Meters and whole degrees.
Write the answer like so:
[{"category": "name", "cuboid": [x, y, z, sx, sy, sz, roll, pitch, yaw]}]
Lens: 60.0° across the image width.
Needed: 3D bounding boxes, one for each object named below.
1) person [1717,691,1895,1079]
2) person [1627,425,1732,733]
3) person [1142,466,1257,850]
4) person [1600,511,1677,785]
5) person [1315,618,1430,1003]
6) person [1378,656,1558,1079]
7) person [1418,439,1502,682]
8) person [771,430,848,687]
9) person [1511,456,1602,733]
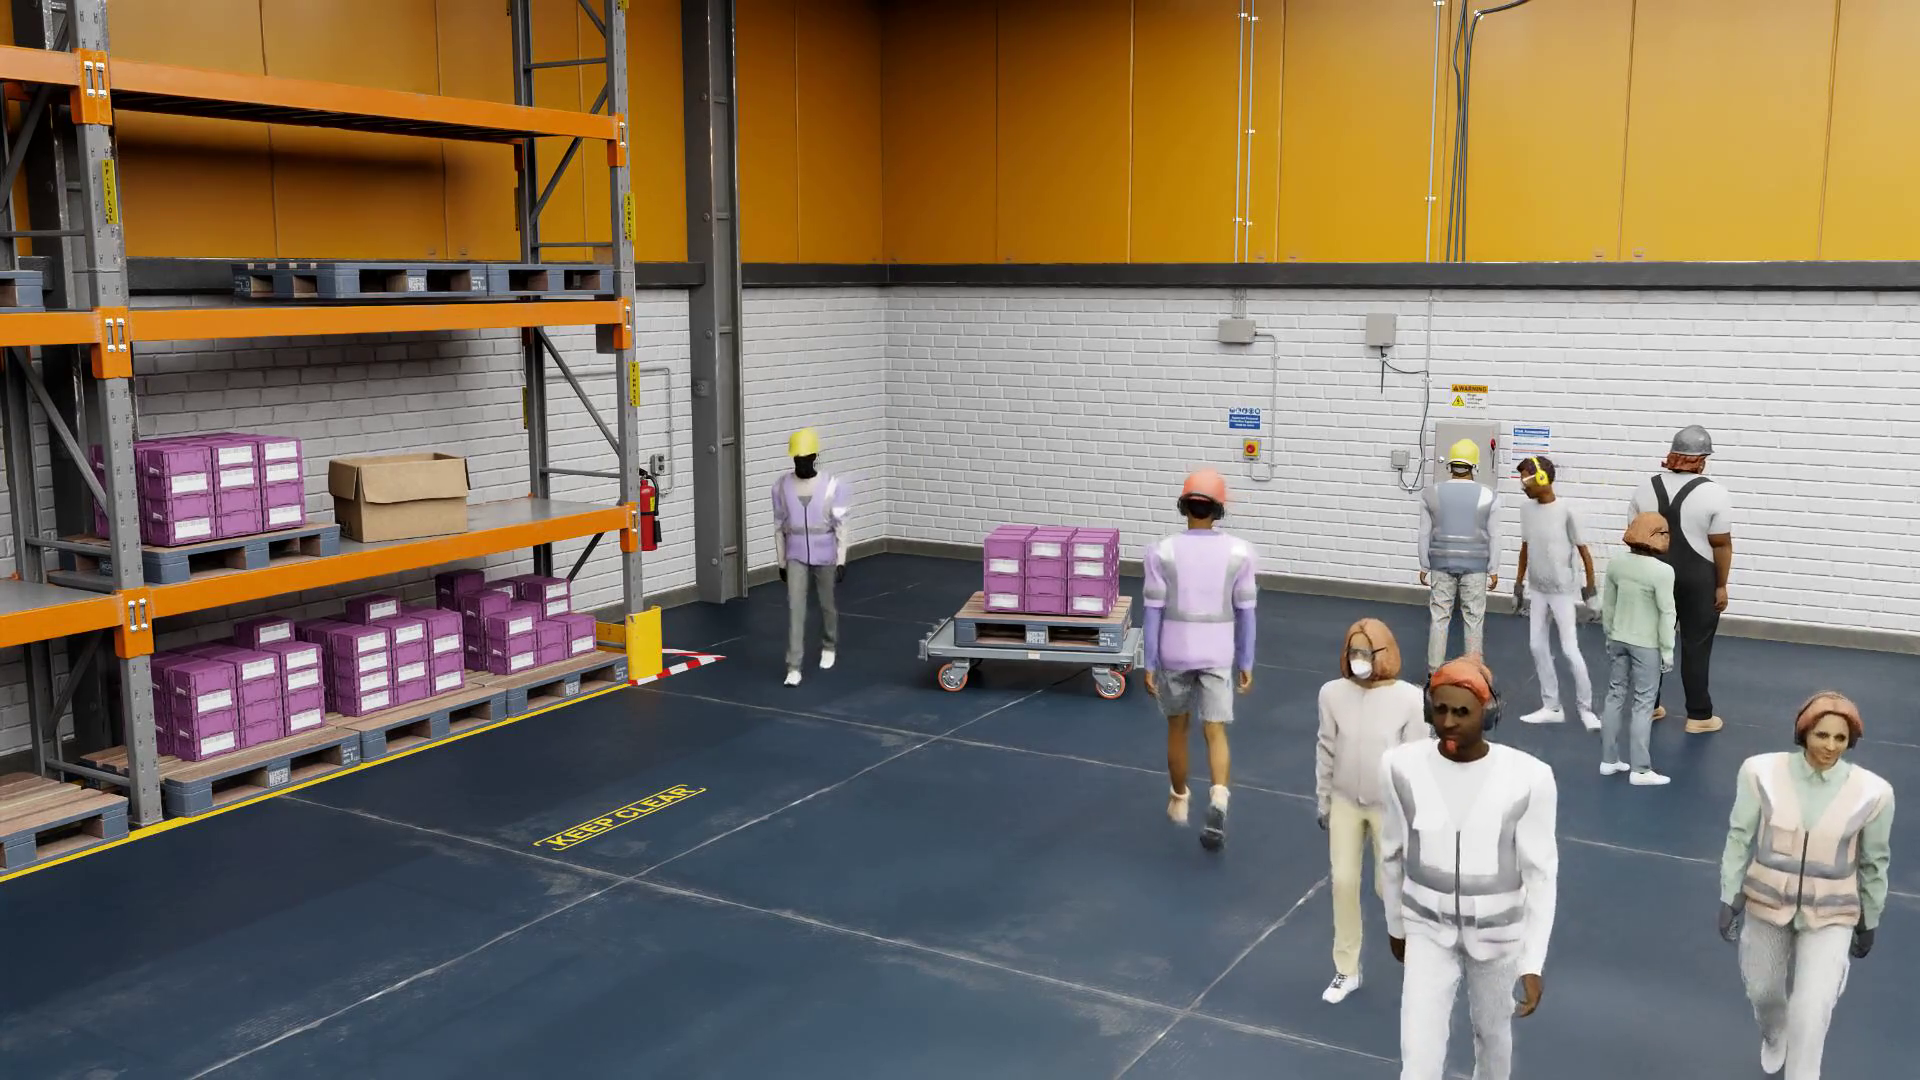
[{"category": "person", "cuboid": [2.980, 1.293, 5.883, 0.518, 1.607, 0.737, 5, 11, 30]}, {"category": "person", "cuboid": [4.835, 0.244, 11.095, 0.536, 2.000, 0.673, -7, 12, -38]}, {"category": "person", "cuboid": [1.274, 0.623, 8.847, 0.606, 2.016, 0.877, 0, 9, 2]}, {"category": "person", "cuboid": [4.048, 0.635, 9.924, 0.267, 1.631, 0.507, -4, 10, -24]}, {"category": "person", "cuboid": [1.747, 1.108, 6.996, 0.508, 1.620, 0.536, 6, 11, 34]}, {"category": "person", "cuboid": [1.629, 1.268, 5.404, 0.578, 1.832, 1.026, 4, 10, 24]}, {"category": "person", "cuboid": [3.651, 0.177, 12.166, 0.591, 1.833, 0.403, 4, 10, 21]}, {"category": "person", "cuboid": [-1.124, 0.105, 12.479, 0.588, 1.883, 0.988, 1, 9, 4]}, {"category": "person", "cuboid": [3.984, 0.357, 11.060, 0.453, 1.829, 0.639, -6, 11, -31]}]
